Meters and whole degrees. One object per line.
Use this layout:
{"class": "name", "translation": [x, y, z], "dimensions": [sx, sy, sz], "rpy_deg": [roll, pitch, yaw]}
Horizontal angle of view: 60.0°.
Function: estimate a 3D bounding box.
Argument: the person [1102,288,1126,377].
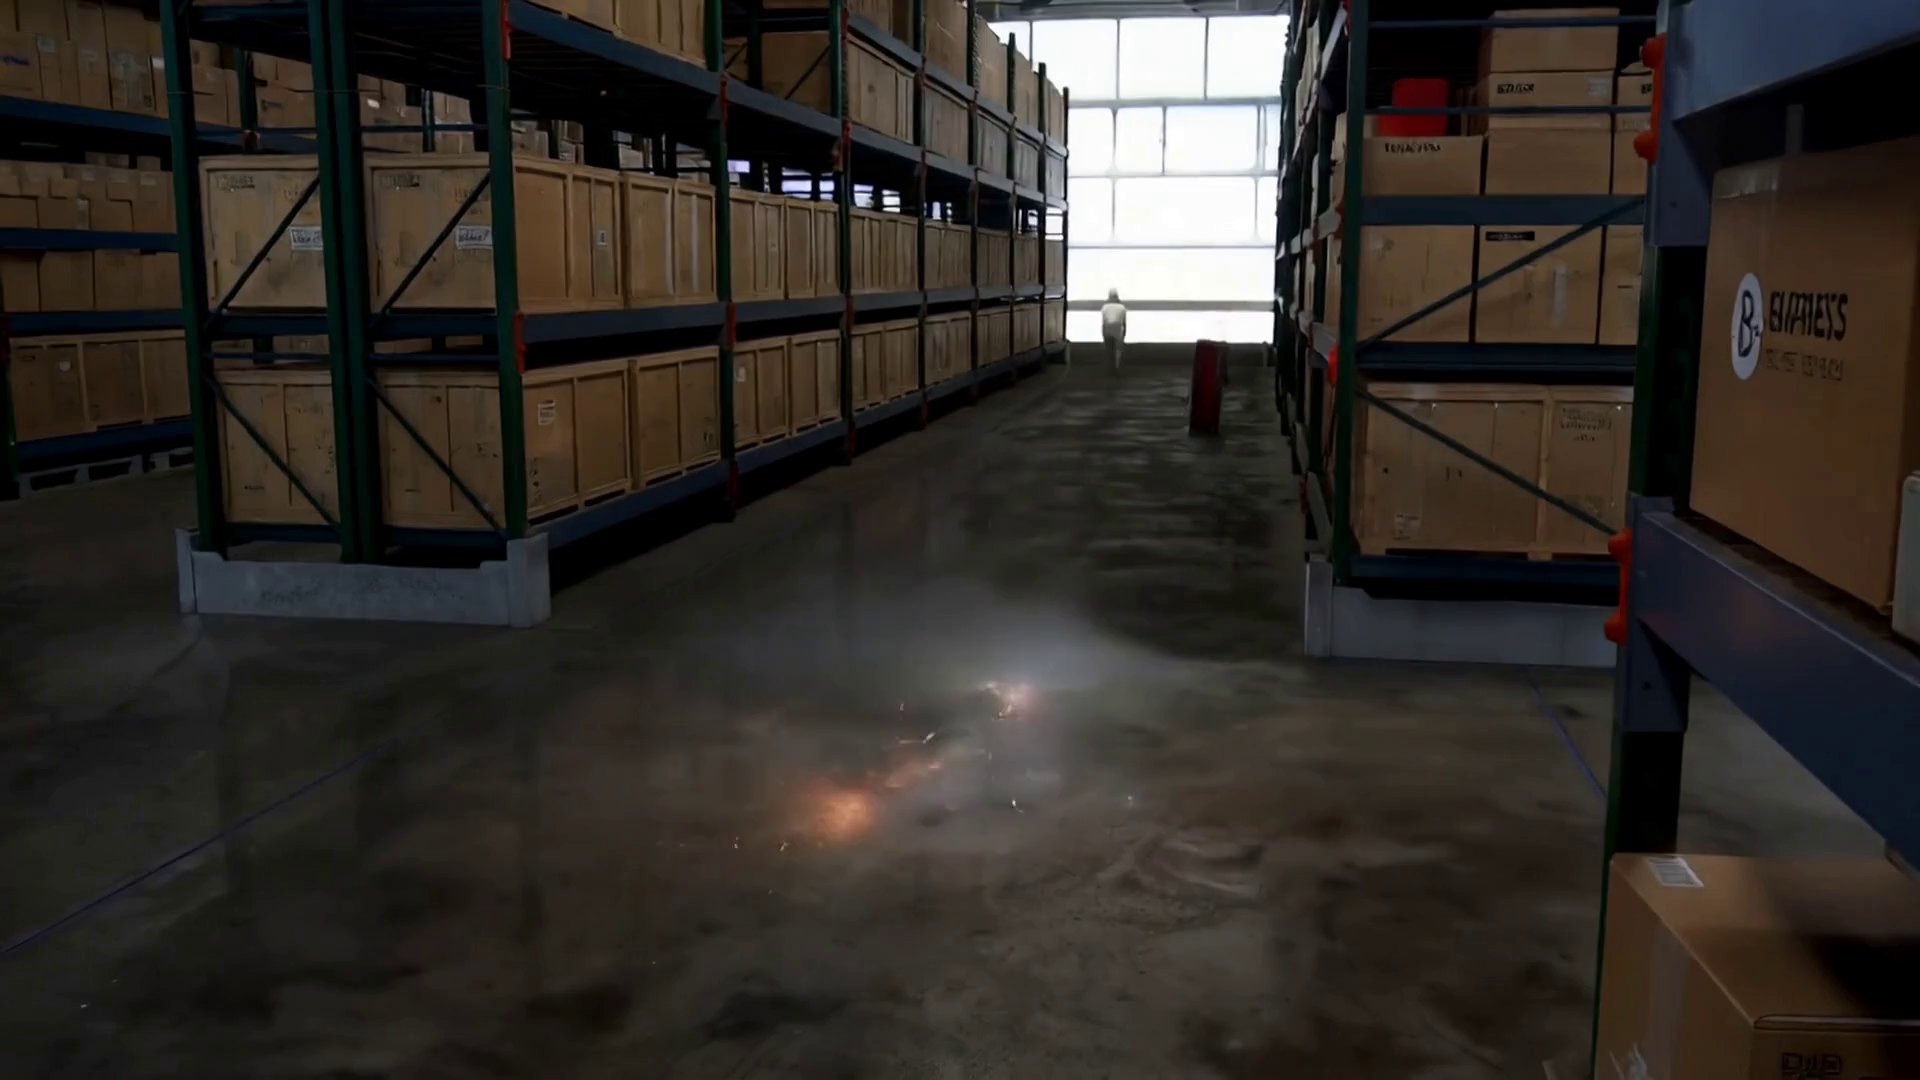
{"class": "person", "translation": [2.997, -4.034, 32.339], "dimensions": [0.486, 1.711, 0.814], "rpy_deg": [0, 9, 3]}
